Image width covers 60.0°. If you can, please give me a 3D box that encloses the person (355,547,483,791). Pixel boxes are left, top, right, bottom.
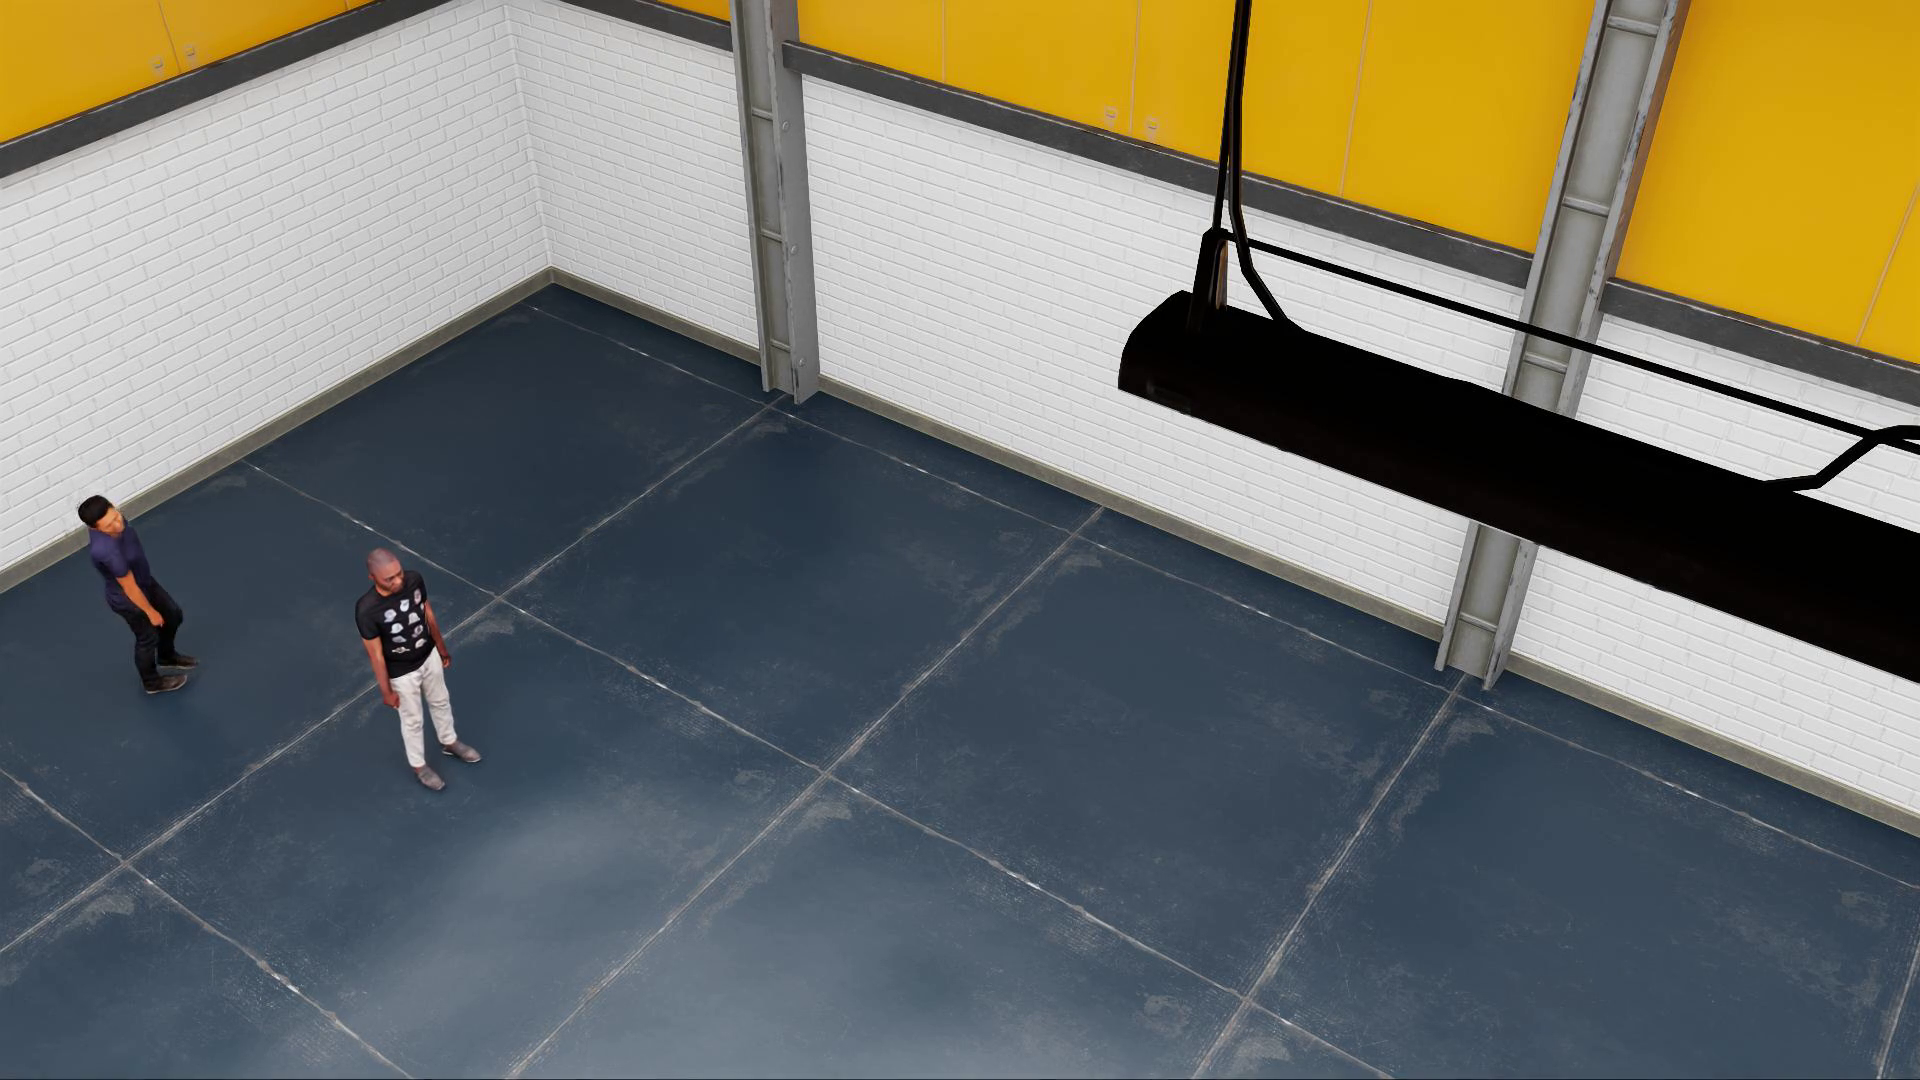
[{"bbox_3d":[-3.349,0.743,10.101,0.612,1.801,0.662,21,43,24],"label":"person"}]

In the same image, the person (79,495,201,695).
[{"bbox_3d":[-5.319,0.340,10.652,0.896,1.742,0.815,-19,42,-22],"label":"person"}]
